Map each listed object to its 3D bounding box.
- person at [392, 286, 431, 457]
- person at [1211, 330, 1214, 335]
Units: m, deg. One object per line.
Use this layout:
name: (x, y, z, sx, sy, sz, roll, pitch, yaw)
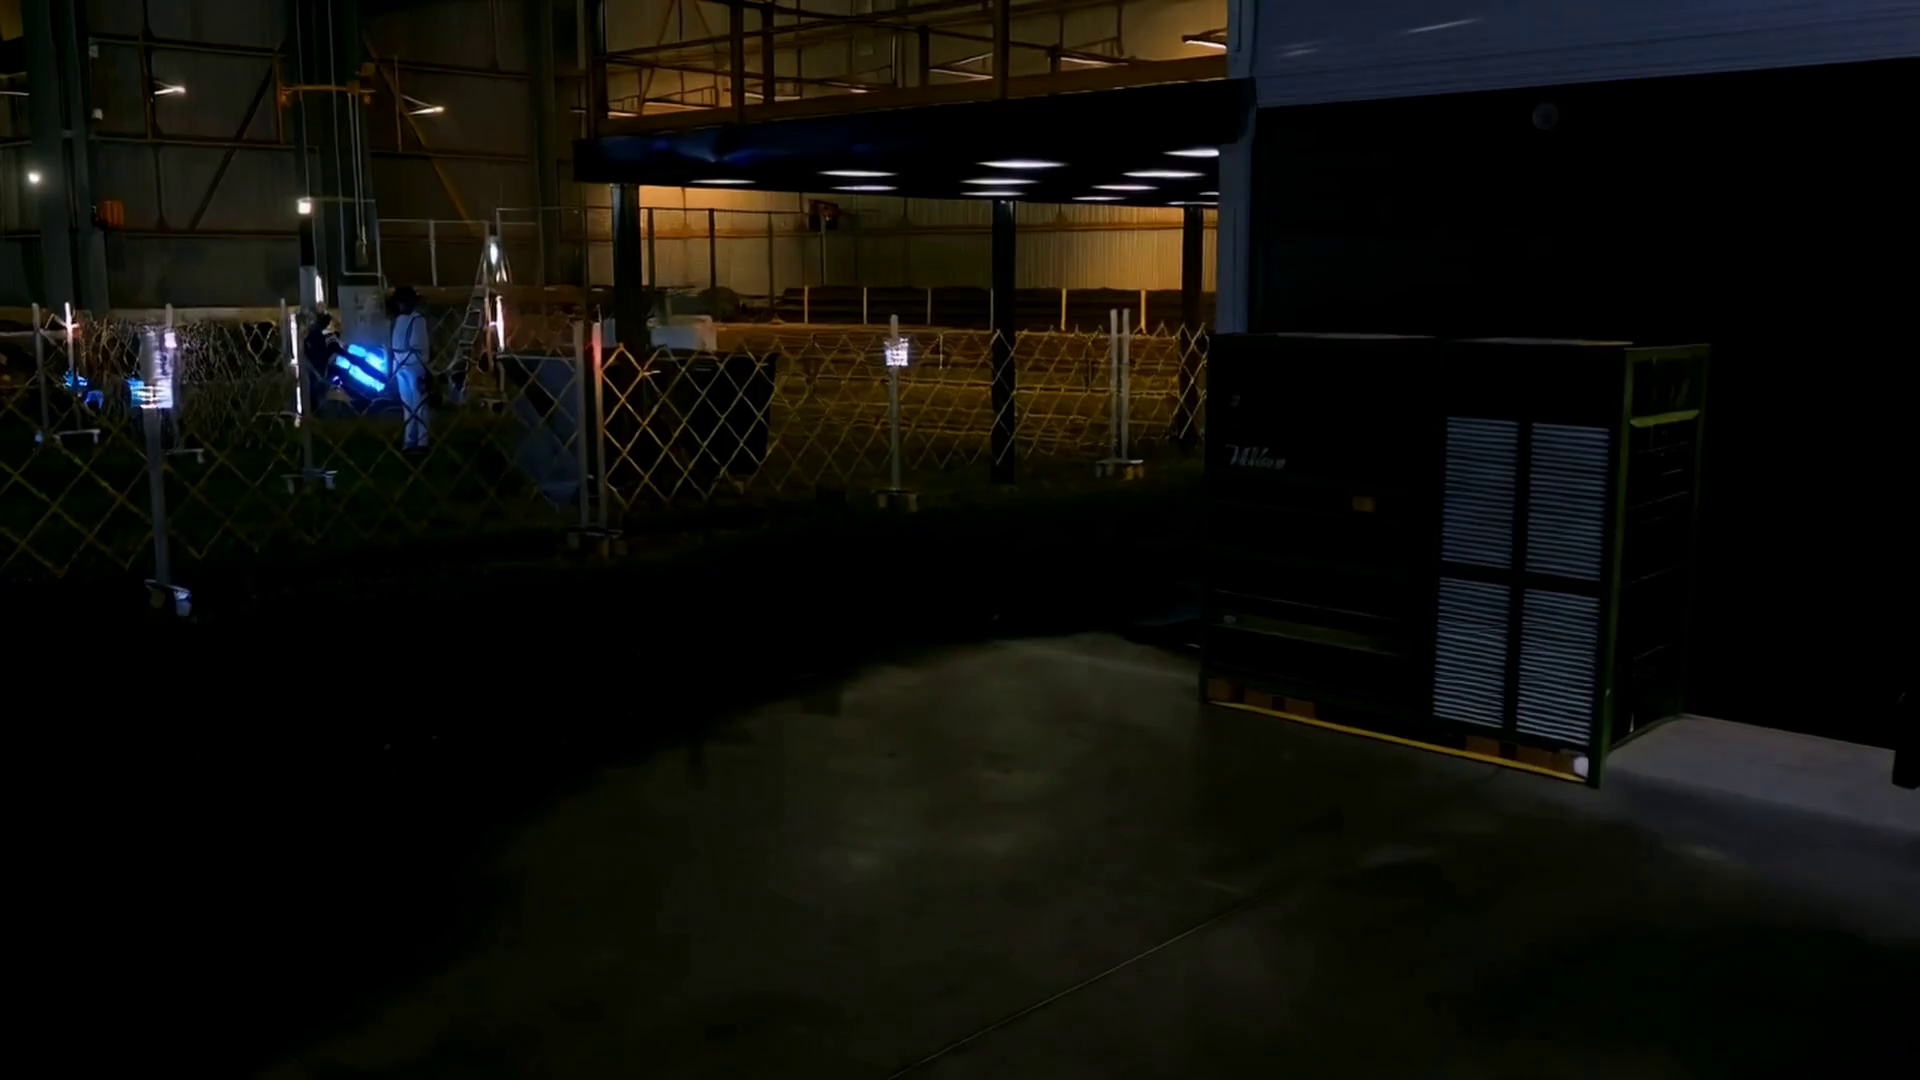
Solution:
person: (-6.083, -1.859, 18.391, 0.577, 1.884, 0.353, 9, 13, 43)
person: (2.440, -1.260, 14.735, 0.570, 1.912, 0.633, 7, 11, 36)
